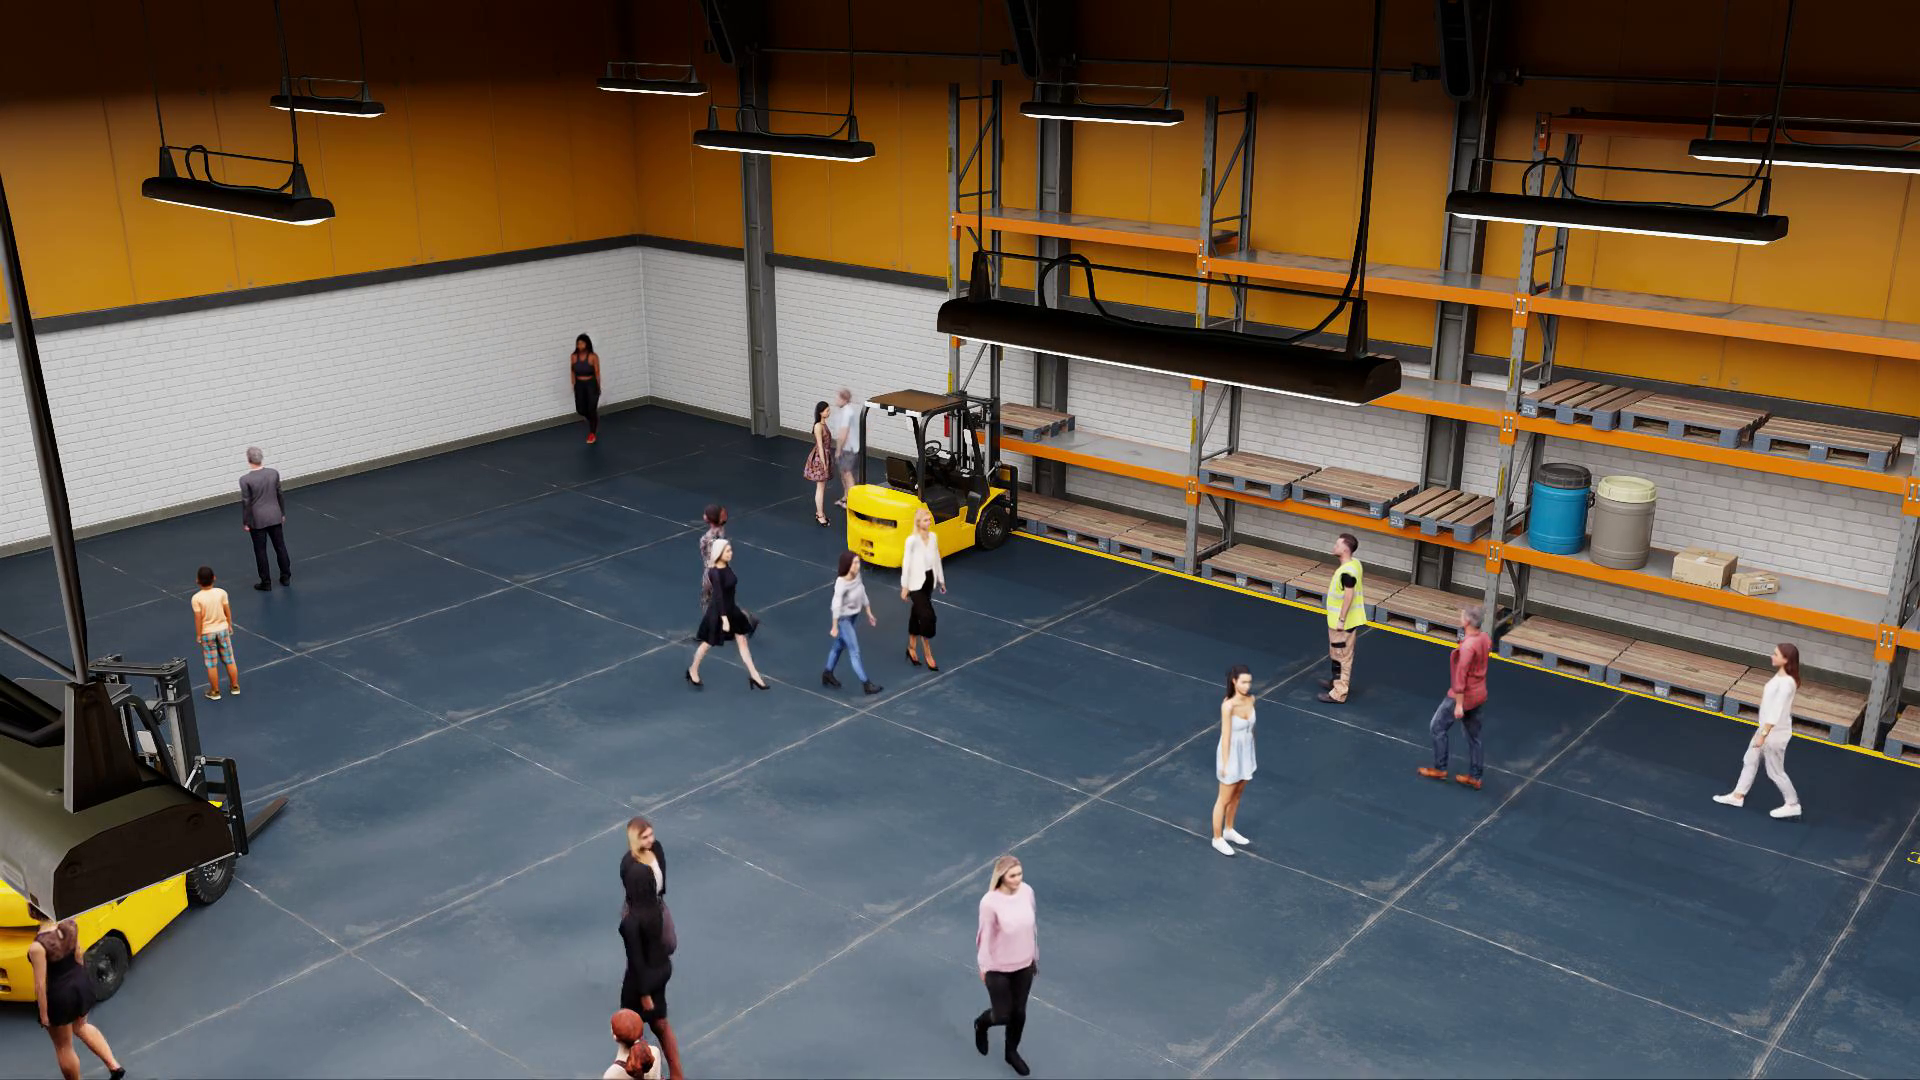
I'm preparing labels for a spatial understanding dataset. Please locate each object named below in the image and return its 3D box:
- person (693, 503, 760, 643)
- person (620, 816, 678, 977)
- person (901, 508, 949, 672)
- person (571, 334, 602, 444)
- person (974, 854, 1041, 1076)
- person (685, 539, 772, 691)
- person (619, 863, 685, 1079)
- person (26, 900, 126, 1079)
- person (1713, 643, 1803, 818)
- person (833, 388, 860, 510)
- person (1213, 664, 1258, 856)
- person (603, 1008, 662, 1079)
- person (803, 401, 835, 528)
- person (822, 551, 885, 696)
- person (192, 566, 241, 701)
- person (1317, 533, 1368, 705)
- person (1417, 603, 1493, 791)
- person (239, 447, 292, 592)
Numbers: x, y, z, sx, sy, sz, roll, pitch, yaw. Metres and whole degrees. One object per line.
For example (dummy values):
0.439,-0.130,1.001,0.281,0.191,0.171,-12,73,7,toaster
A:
-2.715,0.404,19.001,1.108,1.694,0.871,4,19,12,person
-2.381,2.733,12.146,0.679,1.655,0.696,9,20,24,person
-0.492,0.529,18.402,0.767,1.839,0.663,16,25,40,person
-6.152,-2.544,27.593,0.994,1.797,1.002,2,19,5,person
0.292,2.911,11.585,0.717,1.676,0.819,-12,22,-31,person
-2.611,0.841,17.716,1.267,1.687,1.009,4,19,10,person
-2.068,3.016,11.252,0.785,1.690,0.745,1,19,3,person
-5.940,3.062,11.152,0.860,1.667,0.746,5,19,14,person
7.430,1.751,15.050,1.052,1.663,0.851,5,19,15,person
-1.564,-1.306,23.910,0.858,1.802,0.774,-1,19,-4,person
2.404,1.890,14.534,0.540,1.729,0.600,17,25,41,person
-1.889,3.500,9.666,0.575,1.785,0.563,14,23,36,person
-1.929,-1.077,23.270,0.855,1.777,0.803,0,19,0,person
-1.286,0.880,17.766,1.099,1.581,0.824,7,20,20,person
-7.918,0.976,17.668,0.542,1.461,0.524,-16,24,-40,person
4.044,0.808,17.565,0.840,1.845,0.813,6,19,17,person
4.824,1.498,15.570,0.748,1.811,0.846,-17,25,-42,person
-8.705,-0.279,20.808,0.575,1.837,0.709,15,24,38,person
